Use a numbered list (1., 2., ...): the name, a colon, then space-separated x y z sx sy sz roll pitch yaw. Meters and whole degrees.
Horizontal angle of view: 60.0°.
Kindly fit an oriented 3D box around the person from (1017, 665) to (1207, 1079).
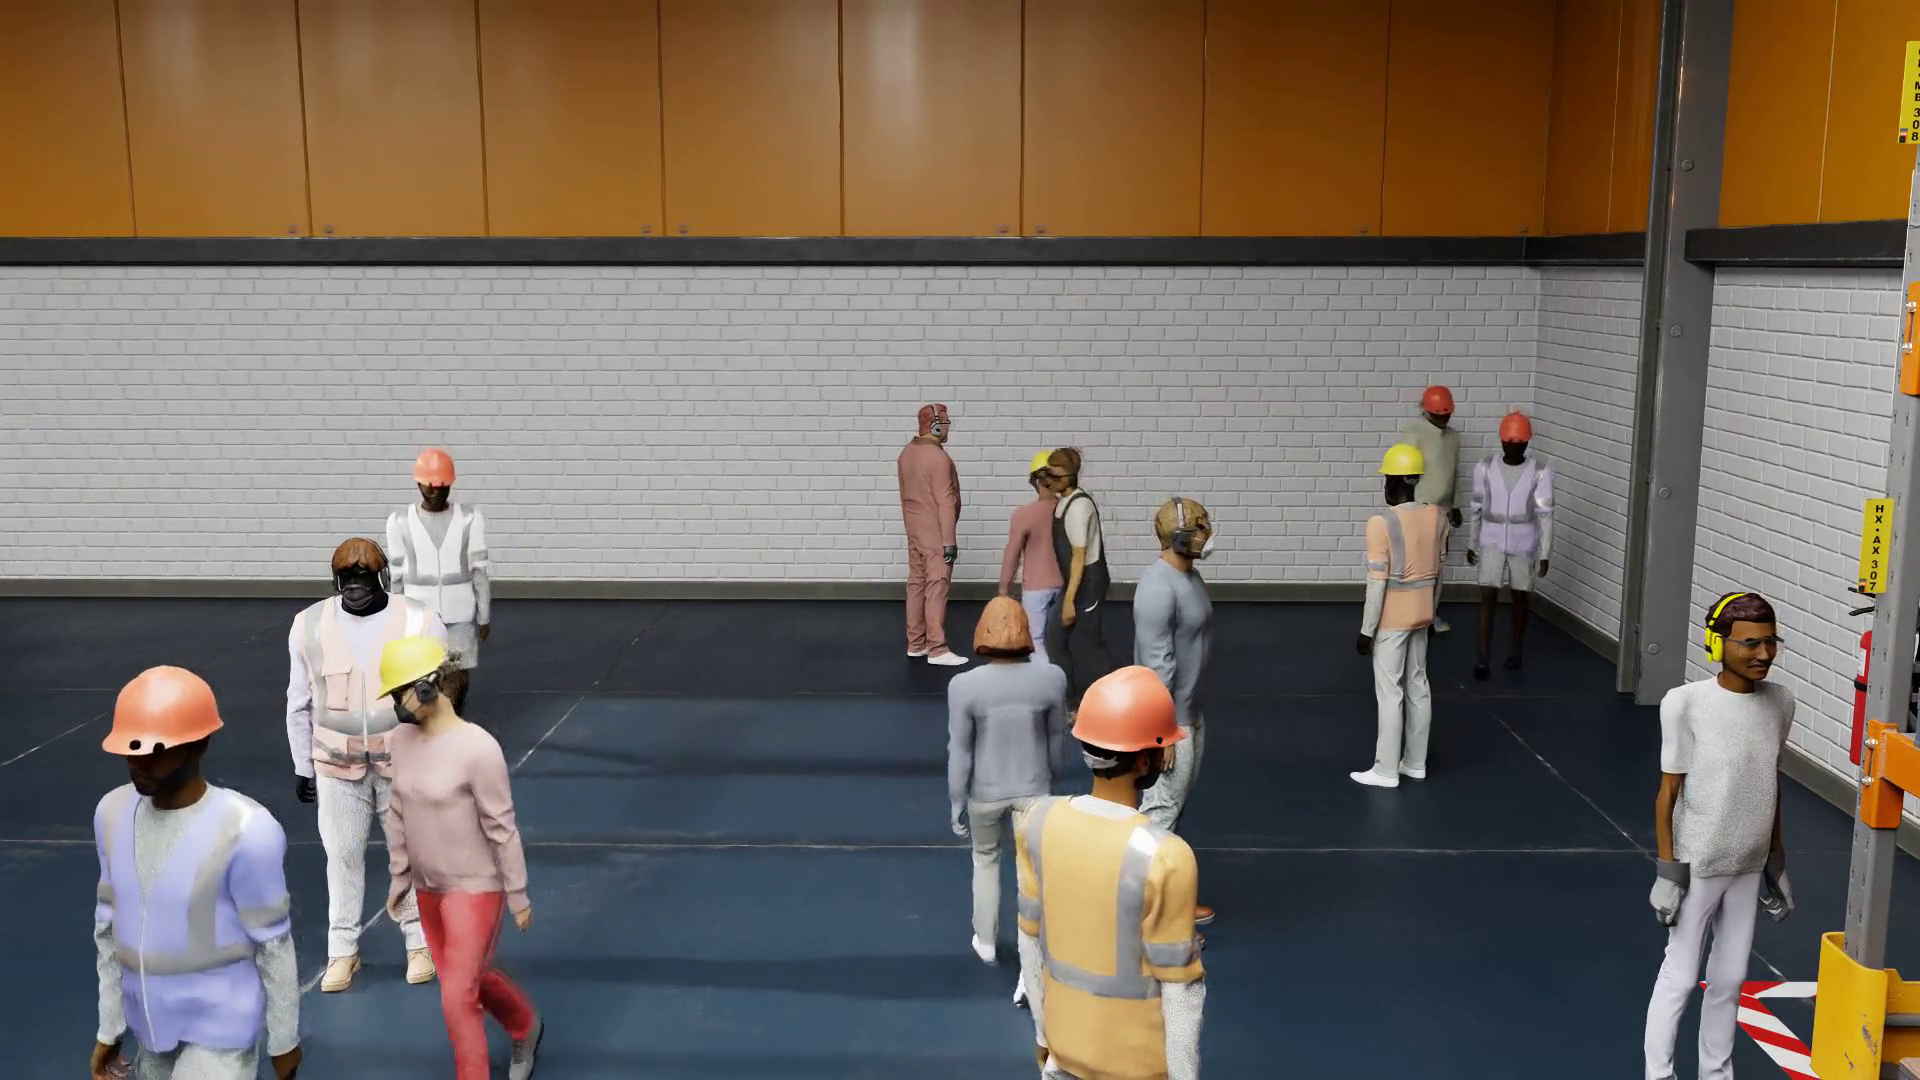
1. person: 0.400 1.266 4.195 0.549 1.937 0.360 9 13 44

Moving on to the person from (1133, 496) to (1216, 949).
1. person: 0.923 0.773 7.148 0.364 1.939 0.636 3 10 18

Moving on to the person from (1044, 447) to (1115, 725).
1. person: 0.732 0.317 10.272 0.689 1.800 0.523 -2 10 -11

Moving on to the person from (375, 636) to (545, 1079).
1. person: -1.654 1.142 5.631 0.542 1.709 0.763 7 11 34

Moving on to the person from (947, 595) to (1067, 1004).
1. person: 0.194 1.020 6.663 0.484 1.594 0.795 0 9 -2

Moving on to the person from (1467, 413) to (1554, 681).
1. person: 3.862 0.044 11.696 0.585 1.875 0.994 4 10 23

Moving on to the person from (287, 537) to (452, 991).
1. person: -2.368 0.896 6.702 0.633 1.841 0.429 -2 10 -13

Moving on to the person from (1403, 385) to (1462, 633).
1. person: 3.770 -0.262 13.268 0.668 1.967 0.636 -7 12 -36

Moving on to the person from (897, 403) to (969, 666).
1. person: -0.189 -0.041 12.119 0.409 1.908 0.647 -6 11 -30

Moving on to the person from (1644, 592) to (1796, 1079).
1. person: 2.515 1.087 5.474 0.512 1.873 0.329 -3 10 -16

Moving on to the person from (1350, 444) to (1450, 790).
1. person: 2.440 0.426 9.262 0.590 1.927 0.367 -7 11 -34

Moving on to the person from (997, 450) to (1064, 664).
1. person: 0.543 0.302 10.568 0.539 1.740 0.587 -5 11 -29

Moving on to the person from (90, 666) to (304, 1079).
1. person: -1.977 1.233 4.459 0.538 1.917 0.830 4 10 20

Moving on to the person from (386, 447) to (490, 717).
1. person: -2.984 0.394 9.552 0.544 1.907 0.843 -4 10 -21
